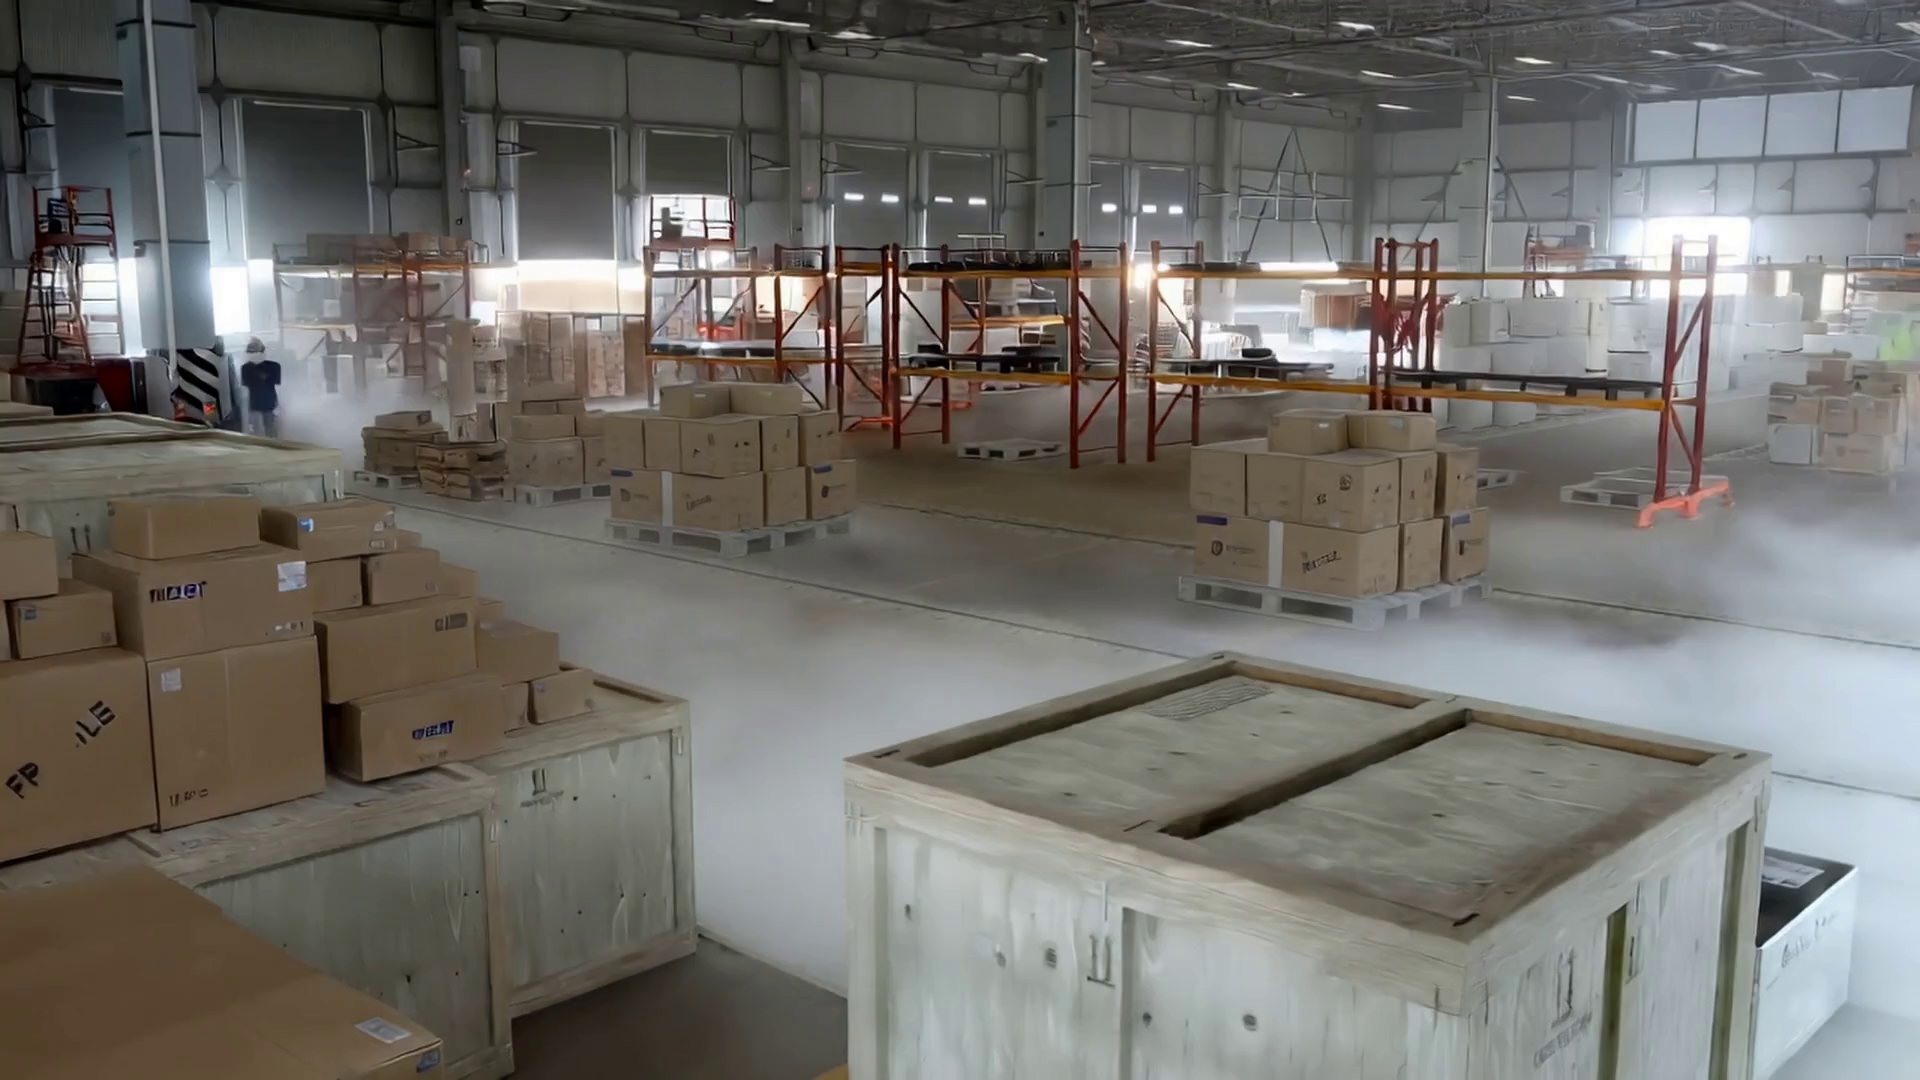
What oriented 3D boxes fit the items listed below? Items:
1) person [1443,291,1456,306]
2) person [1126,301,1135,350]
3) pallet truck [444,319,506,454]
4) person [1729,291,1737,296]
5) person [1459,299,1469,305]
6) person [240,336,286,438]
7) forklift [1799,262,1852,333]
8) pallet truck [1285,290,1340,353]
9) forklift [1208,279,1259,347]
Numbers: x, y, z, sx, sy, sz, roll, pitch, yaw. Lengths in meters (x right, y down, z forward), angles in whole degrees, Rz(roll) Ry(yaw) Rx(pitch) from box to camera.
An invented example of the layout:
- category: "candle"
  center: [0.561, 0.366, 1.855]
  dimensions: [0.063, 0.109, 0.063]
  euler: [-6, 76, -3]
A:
- category: "person"
  center: [16.038, -7.141, 54.204]
  dimensions: [0.635, 1.937, 0.353]
  euler: [9, 13, 43]
- category: "person"
  center: [5.677, -7.078, 54.866]
  dimensions: [0.532, 1.587, 0.873]
  euler: [7, 12, 38]
- category: "pallet truck"
  center: [-6.981, -1.942, 22.150]
  dimensions: [1.885, 1.965, 0.823]
  euler: [1, 9, 9]
- category: "person"
  center: [25.327, -7.211, 54.626]
  dimensions: [0.351, 1.942, 0.547]
  euler: [-4, 10, -24]
- category: "person"
  center: [12.295, -4.951, 40.823]
  dimensions: [0.647, 1.927, 0.565]
  euler: [5, 11, 29]
- category: "person"
  center: [-8.498, -1.573, 20.339]
  dimensions: [0.533, 1.850, 0.581]
  euler: [0, 9, -3]
- category: "forklift"
  center: [22.096, -5.823, 43.246]
  dimensions: [1.873, 2.768, 1.129]
  euler: [9, 13, 43]
- category: "pallet truck"
  center: [11.297, -6.951, 52.861]
  dimensions: [1.885, 1.965, 0.823]
  euler: [-5, 11, -29]
- category: "forklift"
  center: [7.277, -6.285, 46.082]
  dimensions: [1.873, 2.768, 1.129]
  euler: [9, 13, 43]
